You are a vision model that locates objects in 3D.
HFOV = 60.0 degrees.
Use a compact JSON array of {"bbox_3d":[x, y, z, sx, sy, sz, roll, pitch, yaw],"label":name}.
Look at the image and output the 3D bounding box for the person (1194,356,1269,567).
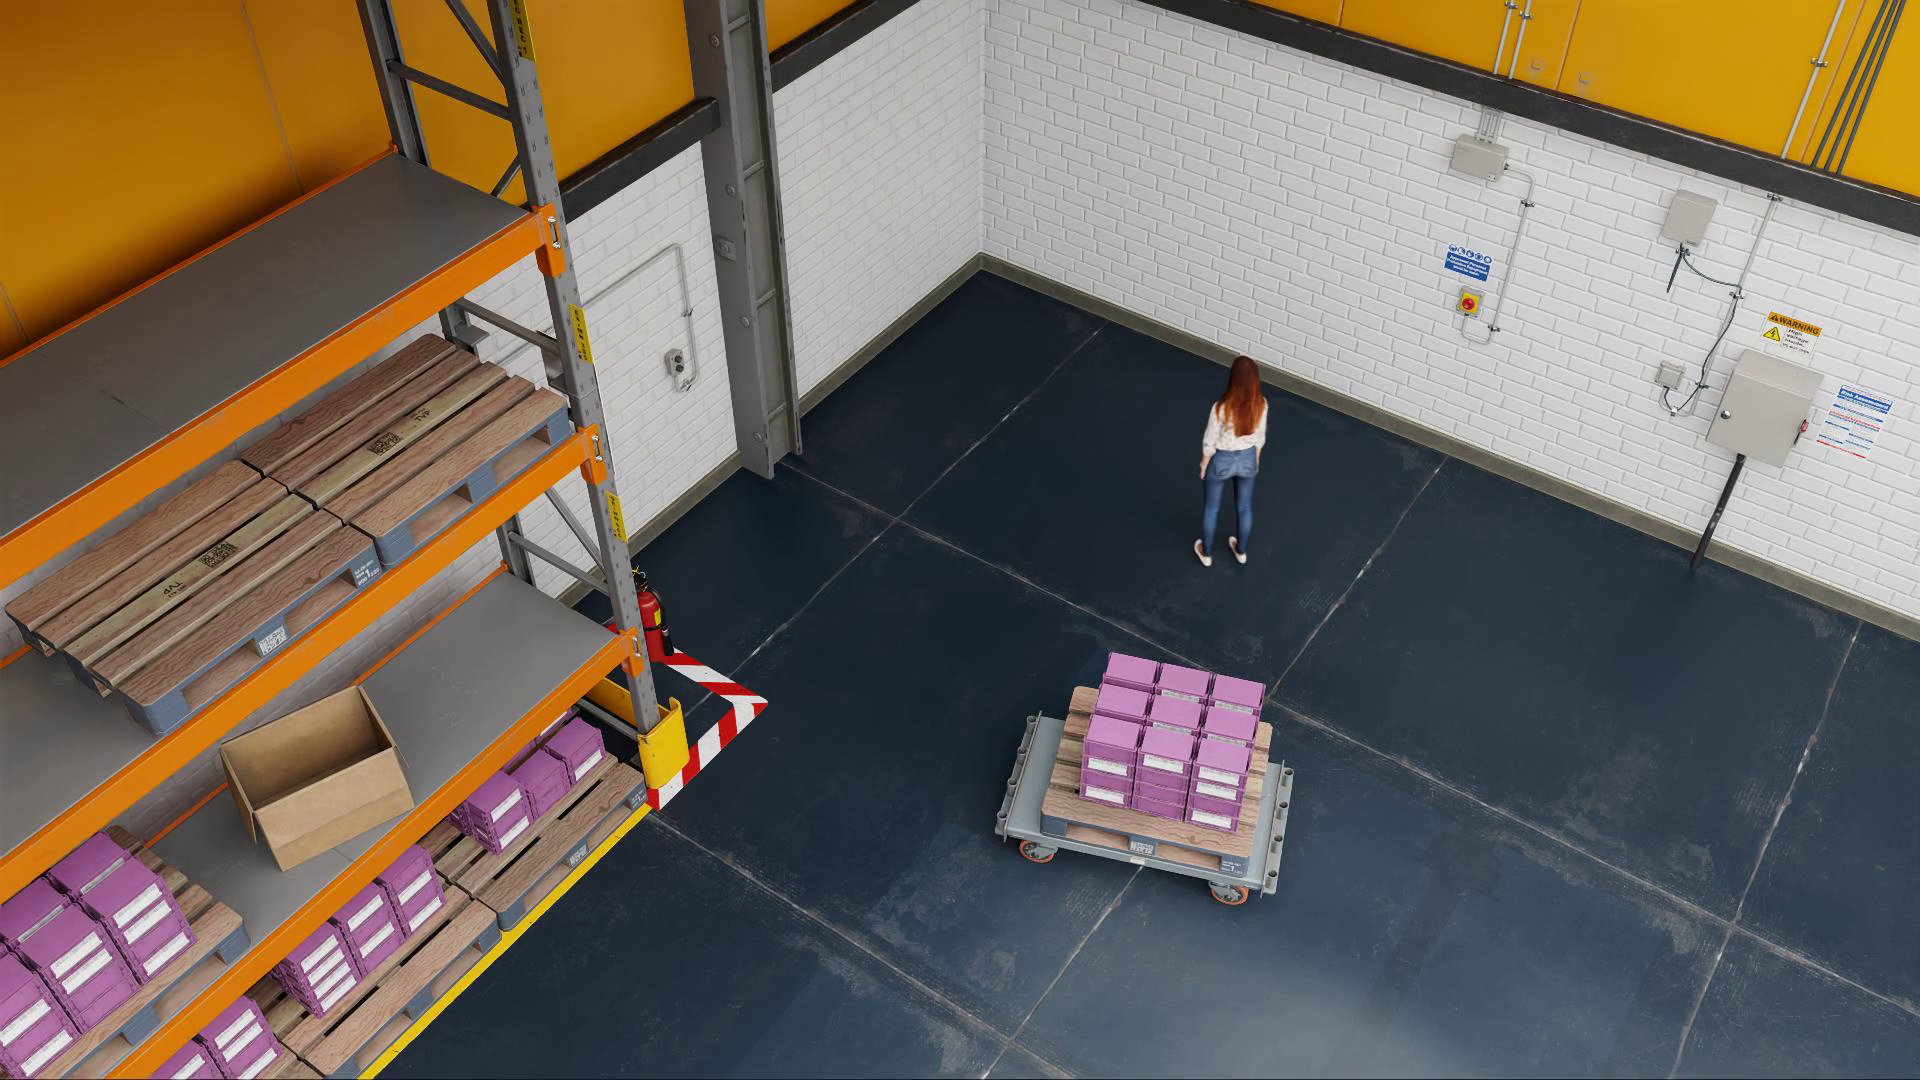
[{"bbox_3d":[1.840,-0.515,11.203,0.642,1.727,0.692,-5,44,-6],"label":"person"}]
